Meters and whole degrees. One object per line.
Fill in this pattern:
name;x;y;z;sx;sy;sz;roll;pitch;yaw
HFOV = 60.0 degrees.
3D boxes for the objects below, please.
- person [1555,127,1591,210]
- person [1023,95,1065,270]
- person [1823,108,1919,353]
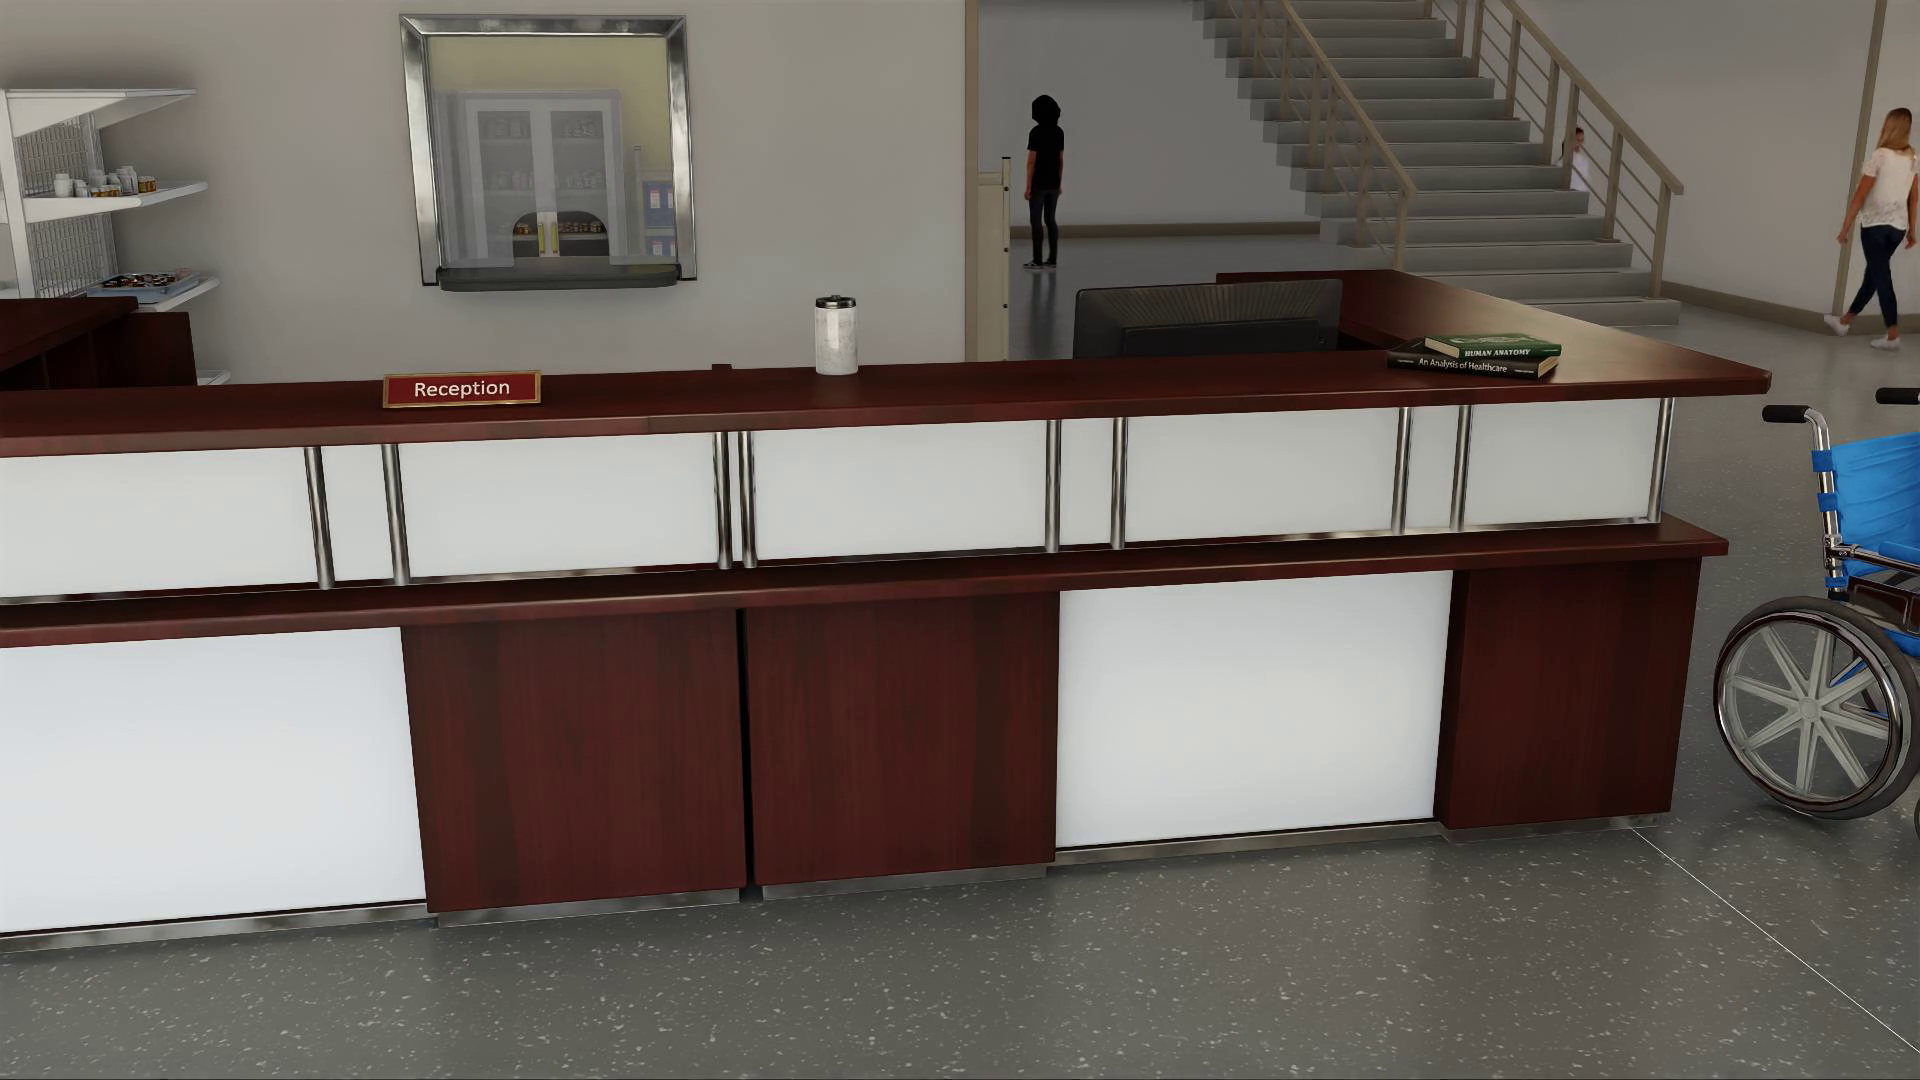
person;5.910;-3.190;16.288;0.603;1.433;1.067;-5;16;-17
person;0.913;-3.837;17.868;0.708;1.807;0.700;-12;20;-37
person;6.956;-2.270;12.416;0.652;1.763;1.120;-3;16;-12
